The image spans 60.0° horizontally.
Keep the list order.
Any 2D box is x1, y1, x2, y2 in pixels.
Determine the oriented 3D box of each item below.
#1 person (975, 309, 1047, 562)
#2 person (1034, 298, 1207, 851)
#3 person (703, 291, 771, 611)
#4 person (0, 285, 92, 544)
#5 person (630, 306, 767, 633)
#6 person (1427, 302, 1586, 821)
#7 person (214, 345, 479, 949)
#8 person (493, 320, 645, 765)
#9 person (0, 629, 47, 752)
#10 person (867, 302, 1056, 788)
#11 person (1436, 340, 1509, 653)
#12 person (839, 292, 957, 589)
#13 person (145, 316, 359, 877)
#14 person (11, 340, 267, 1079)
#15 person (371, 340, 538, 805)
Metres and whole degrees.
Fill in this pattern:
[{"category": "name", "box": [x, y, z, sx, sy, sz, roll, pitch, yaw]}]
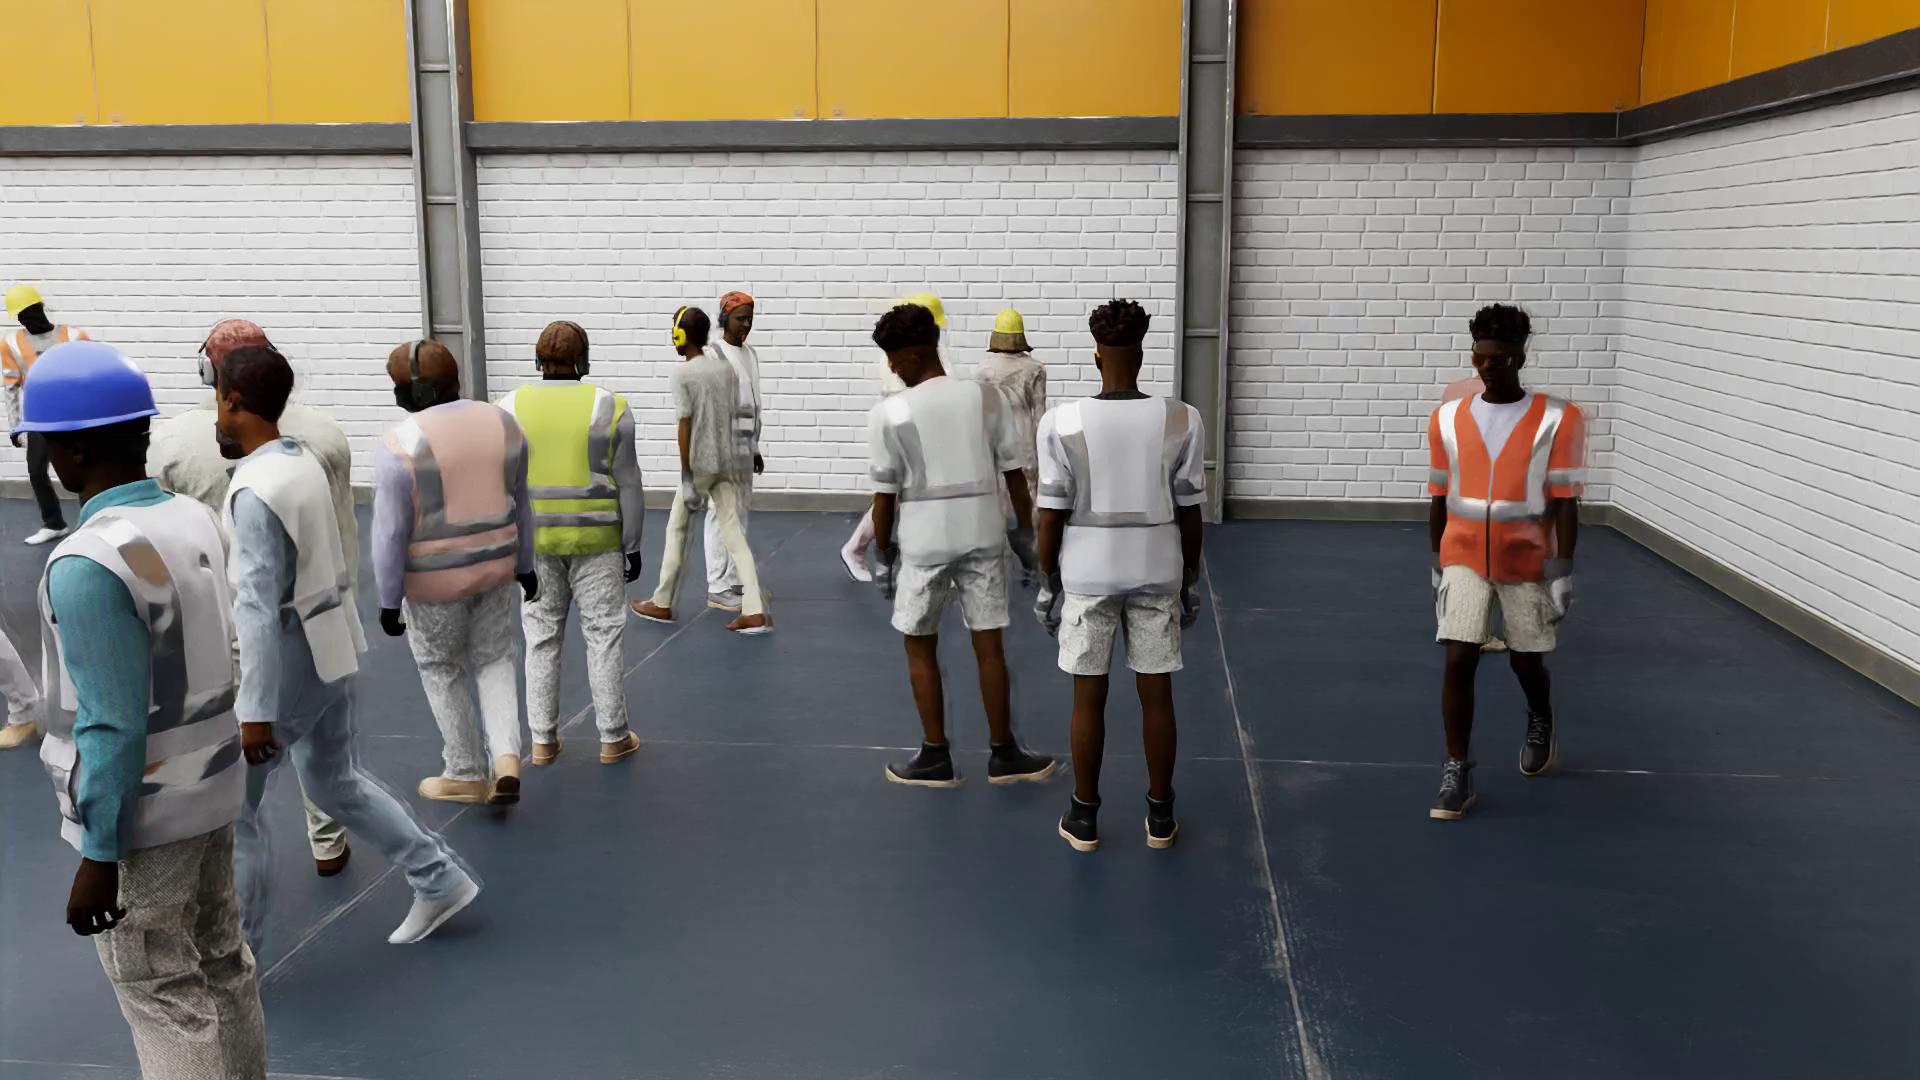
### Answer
[{"category": "person", "box": [0.326, -0.639, 10.917, 0.487, 1.746, 0.289, -2, 10, -13]}, {"category": "person", "box": [0.562, 0.133, 5.886, 0.603, 1.958, 0.381, 0, 10, -2]}, {"category": "person", "box": [-1.347, -0.534, 9.919, 0.358, 1.885, 0.572, 4, 11, 21]}, {"category": "person", "box": [-6.482, -0.884, 11.965, 0.666, 1.886, 0.400, -4, 11, -21]}, {"category": "person", "box": [-1.451, -0.390, 9.300, 0.975, 1.816, 0.495, 8, 13, 37]}, {"category": "person", "box": [2.088, 0.058, 6.388, 0.606, 1.940, 0.855, 6, 12, 31]}, {"category": "person", "box": [-1.912, 0.371, 4.803, 0.877, 1.866, 0.625, -2, 10, -12]}, {"category": "person", "box": [-1.608, 0.020, 6.871, 0.625, 1.844, 0.429, 0, 10, -1]}, {"category": "person", "box": [-4.228, 0.038, 6.838, 0.512, 1.811, 0.849, 6, 12, 31]}, {"category": "person", "box": [0.020, 0.032, 6.597, 0.777, 1.930, 0.378, -3, 10, -15]}, {"category": "person", "box": [2.778, -0.277, 8.822, 0.344, 1.756, 0.532, -8, 13, -38]}, {"category": "person", "box": [-0.339, -0.618, 10.455, 0.967, 1.885, 0.593, 6, 12, 30]}, {"category": "person", "box": [-2.335, 0.218, 5.543, 0.643, 1.911, 0.411, -6, 12, -31]}, {"category": "person", "box": [-1.714, 0.557, 3.499, 0.406, 1.942, 0.614, -1, 10, -5]}, {"category": "person", "box": [-1.862, 0.153, 6.229, 0.603, 1.804, 0.682, 9, 13, 41]}]
